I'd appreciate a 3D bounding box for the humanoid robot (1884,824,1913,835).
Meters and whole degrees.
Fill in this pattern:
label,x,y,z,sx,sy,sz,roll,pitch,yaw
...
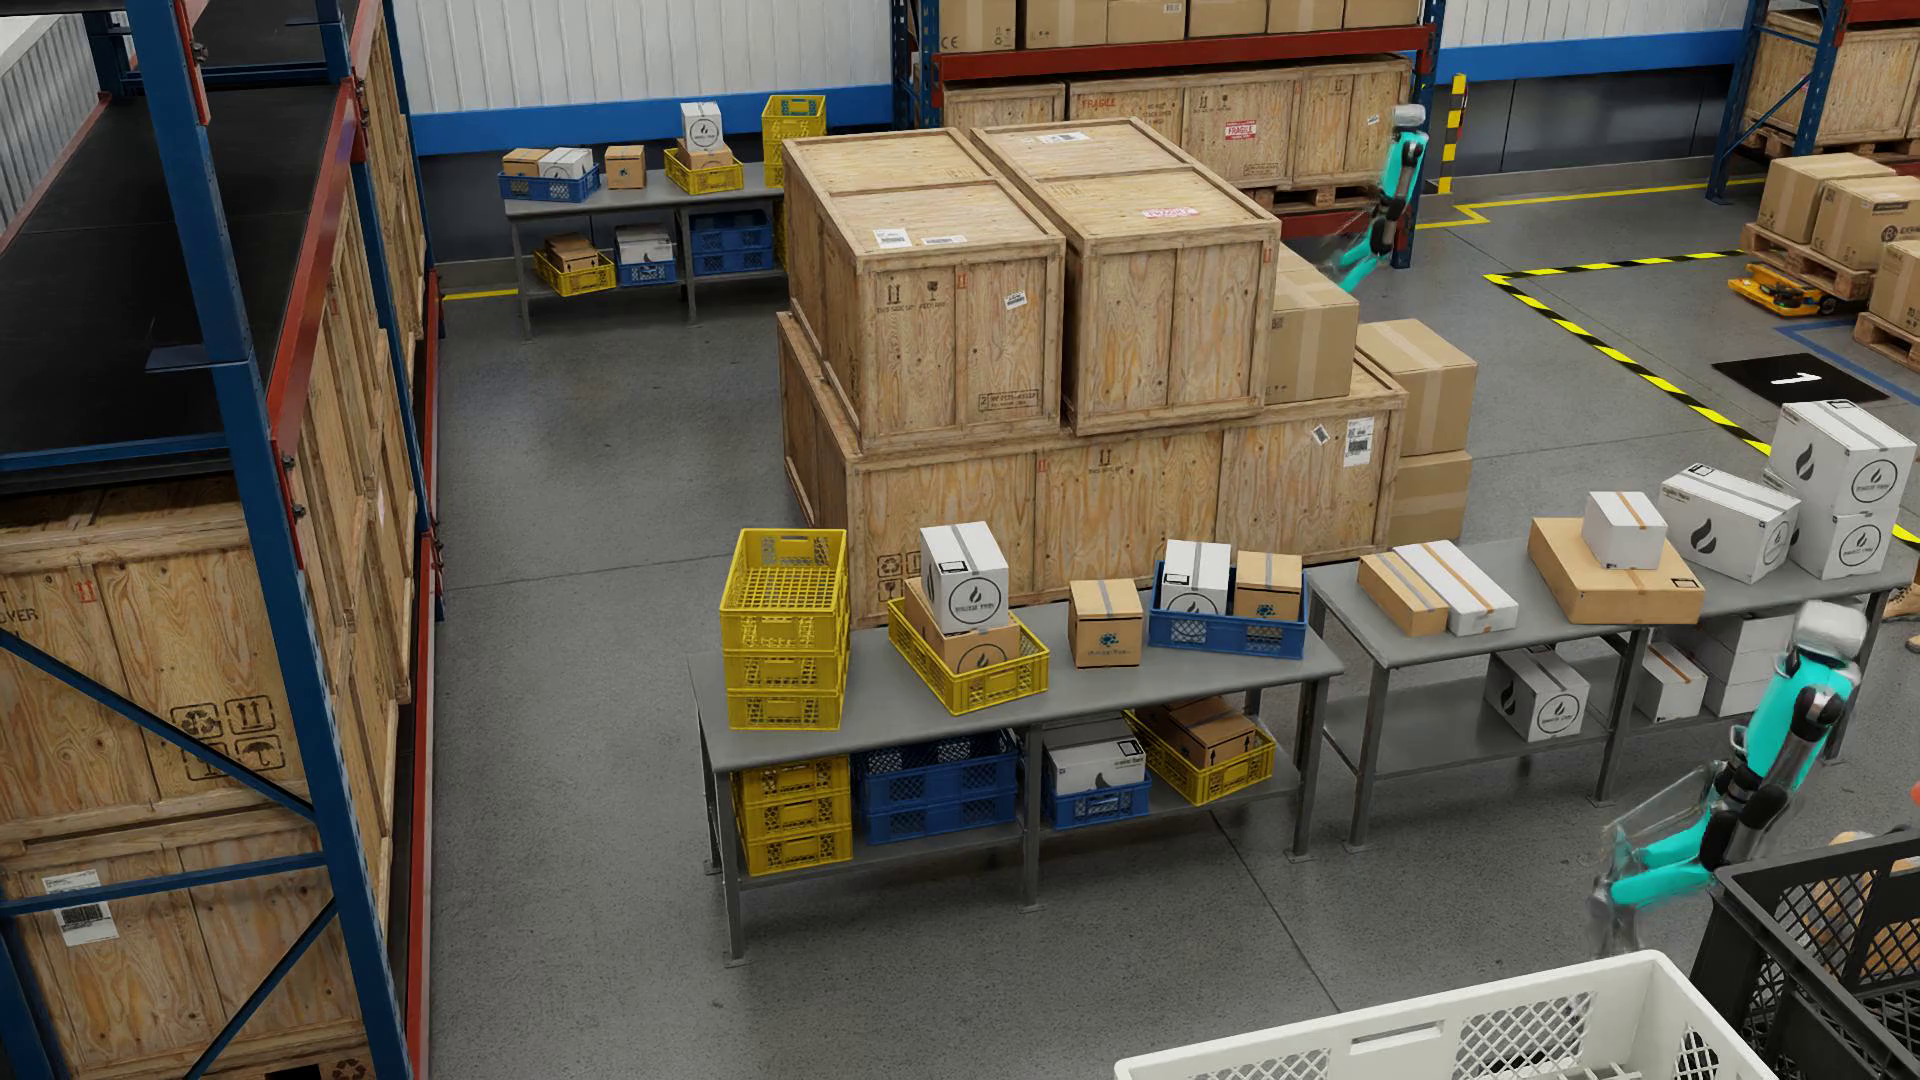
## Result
label,x,y,z,sx,sy,sz,roll,pitch,yaw
humanoid robot,2.947,1.423,5.122,0.741,1.633,0.595,-26,38,-38

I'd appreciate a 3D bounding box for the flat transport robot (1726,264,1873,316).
label,x,y,z,sx,sy,sz,roll,pitch,yaw
flat transport robot,6.673,-1.966,12.657,1.431,0.197,0.652,-7,30,-13

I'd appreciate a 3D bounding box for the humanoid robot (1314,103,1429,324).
label,x,y,z,sx,sy,sz,roll,pitch,yaw
humanoid robot,2.642,-2.115,11.453,0.974,1.772,0.559,4,29,7

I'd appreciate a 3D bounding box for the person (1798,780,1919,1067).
label,x,y,z,sx,sy,sz,roll,pitch,yaw
person,2.681,1.408,4.832,0.365,1.939,0.542,-24,37,-37

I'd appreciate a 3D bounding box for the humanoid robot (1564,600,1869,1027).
label,x,y,z,sx,sy,sz,roll,pitch,yaw
humanoid robot,2.519,0.977,5.835,0.848,1.783,0.605,12,31,21

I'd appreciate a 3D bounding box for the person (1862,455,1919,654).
label,x,y,z,sx,sy,sz,roll,pitch,yaw
person,4.879,-0.390,8.000,0.397,2.032,0.604,-5,29,-8
